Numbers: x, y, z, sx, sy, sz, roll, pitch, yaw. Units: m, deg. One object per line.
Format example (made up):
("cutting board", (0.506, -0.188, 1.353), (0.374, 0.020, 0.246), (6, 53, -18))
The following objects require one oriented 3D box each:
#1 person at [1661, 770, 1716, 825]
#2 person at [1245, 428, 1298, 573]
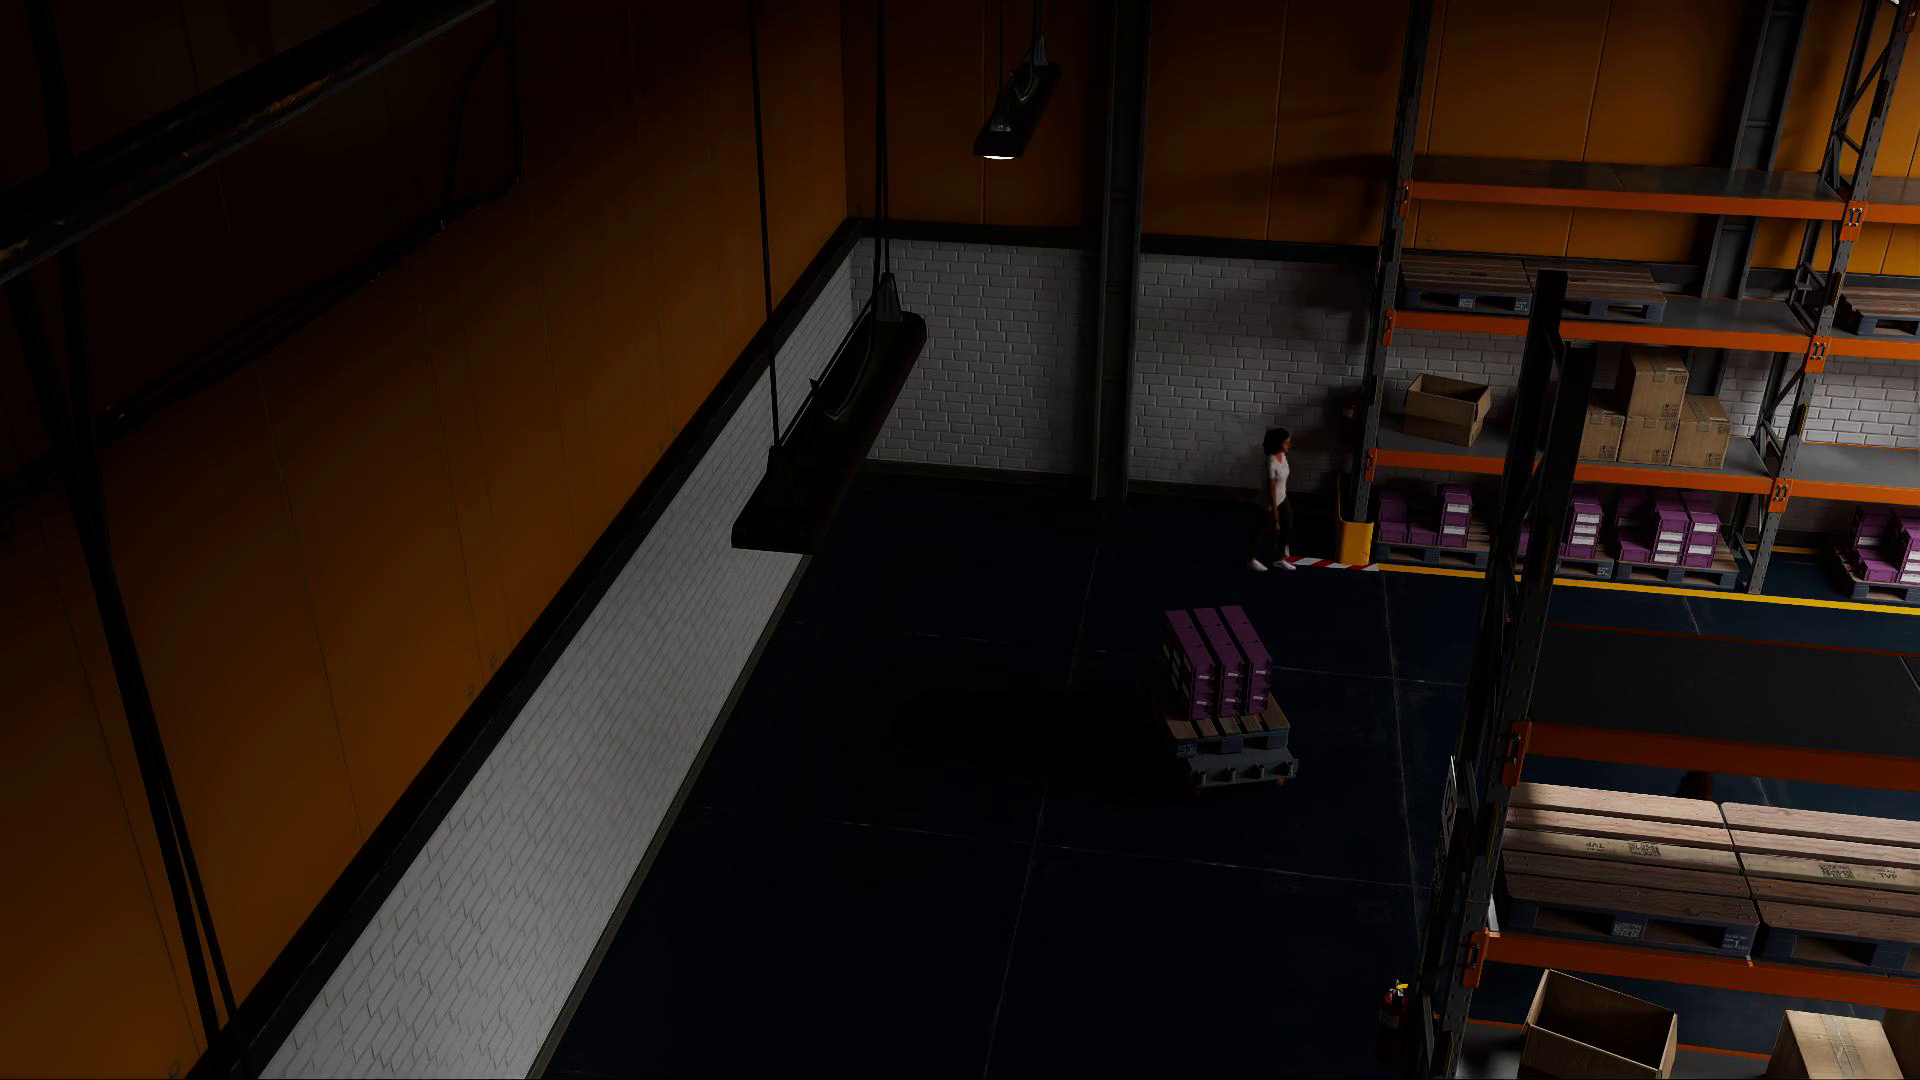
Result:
("person", (5.145, 2.345, 11.853), (0.833, 1.776, 0.772), (-10, 30, -18))
("person", (3.109, -0.407, 17.054), (0.836, 1.627, 0.721), (18, 34, 30))
